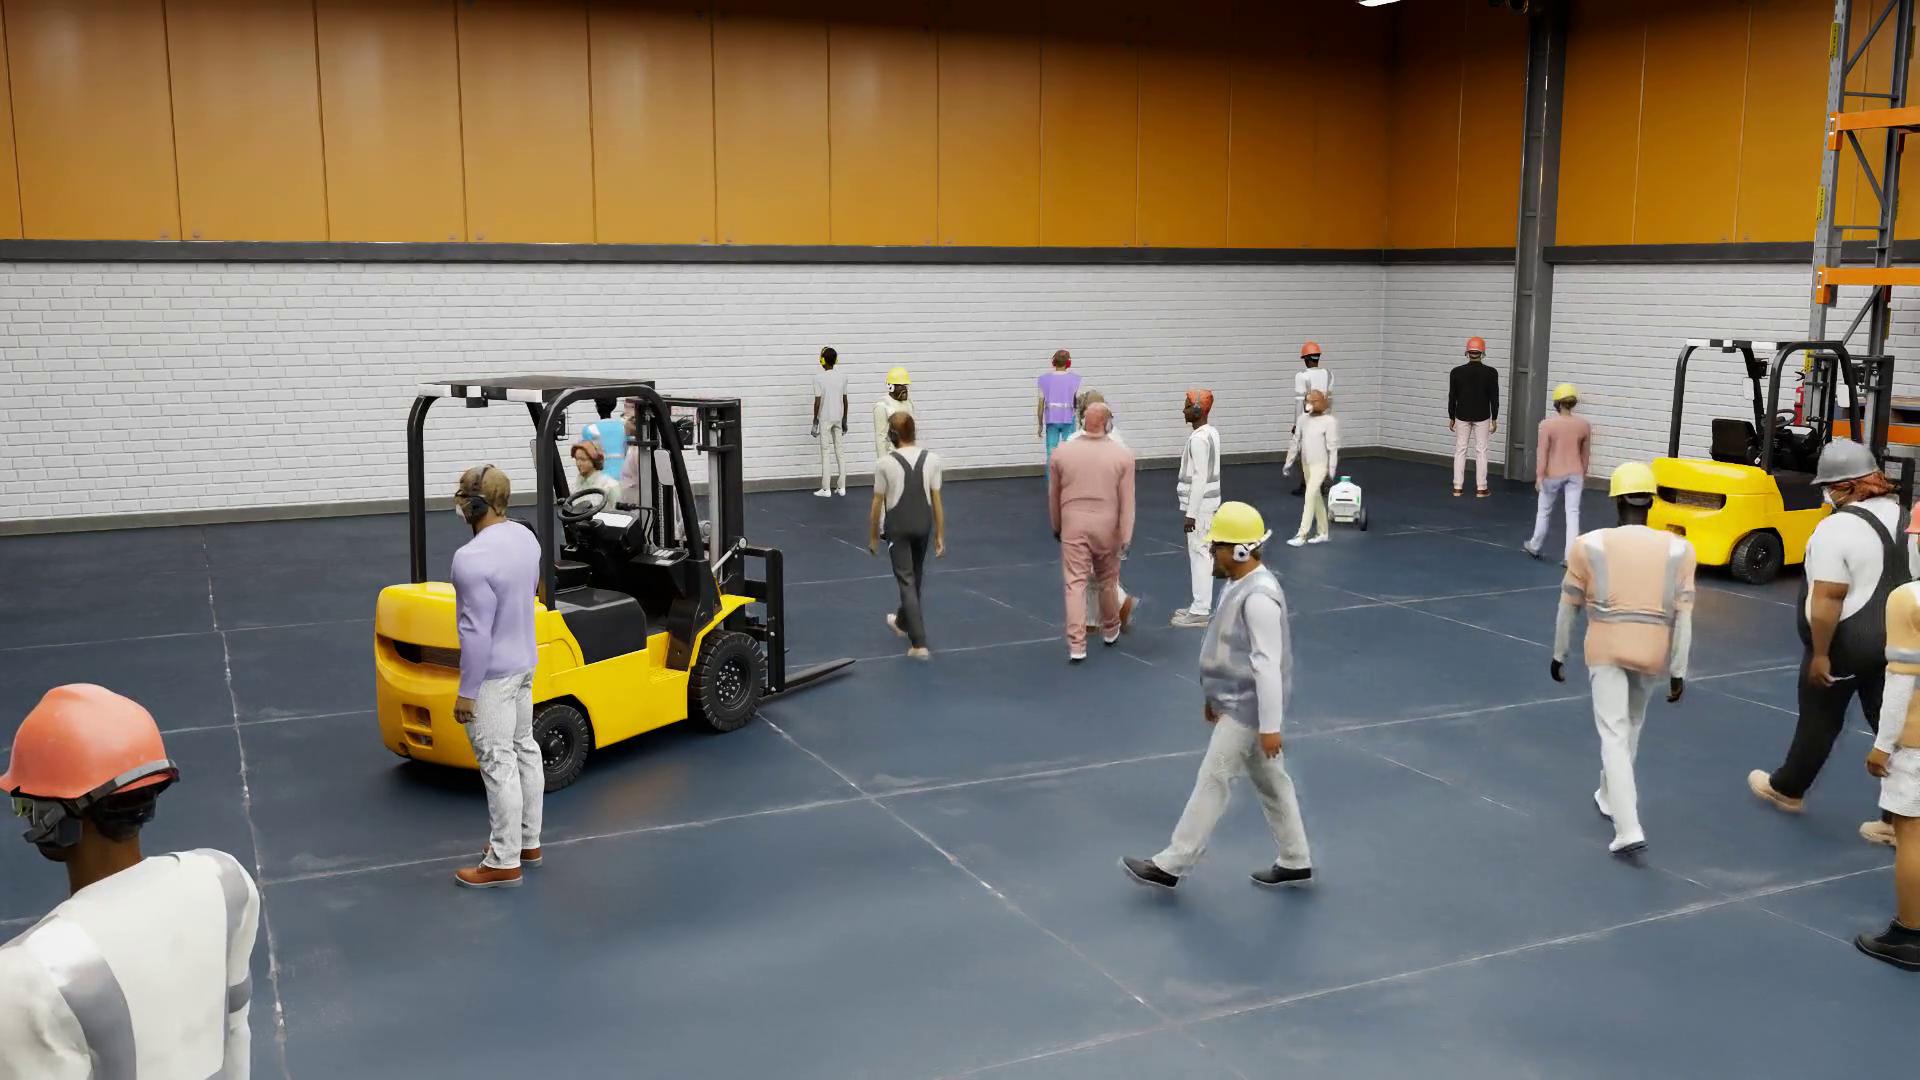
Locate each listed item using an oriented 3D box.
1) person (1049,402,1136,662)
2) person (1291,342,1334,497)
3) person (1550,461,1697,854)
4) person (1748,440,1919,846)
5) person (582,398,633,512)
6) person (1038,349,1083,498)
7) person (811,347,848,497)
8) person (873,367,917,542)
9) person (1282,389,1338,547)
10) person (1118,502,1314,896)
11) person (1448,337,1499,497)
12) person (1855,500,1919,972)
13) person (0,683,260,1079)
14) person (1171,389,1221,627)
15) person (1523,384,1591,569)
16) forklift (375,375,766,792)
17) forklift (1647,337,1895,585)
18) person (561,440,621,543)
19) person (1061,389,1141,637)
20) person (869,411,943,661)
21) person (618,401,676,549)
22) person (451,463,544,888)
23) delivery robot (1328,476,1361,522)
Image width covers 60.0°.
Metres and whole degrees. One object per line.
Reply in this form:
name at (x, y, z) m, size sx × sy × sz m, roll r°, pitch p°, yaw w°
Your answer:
person at (0.966, -0.076, 12.143) m, size 0.645 × 1.852 × 0.986 m, roll 2°, pitch 9°, yaw 11°
person at (4.368, -1.497, 20.710) m, size 0.543 × 1.933 × 0.364 m, roll -4°, pitch 10°, yaw -24°
person at (3.257, 0.555, 8.152) m, size 0.608 × 1.879 × 0.995 m, roll 2°, pitch 9°, yaw 9°
person at (4.438, 0.455, 8.262) m, size 0.704 × 2.000 × 0.999 m, roll -3°, pitch 10°, yaw -17°
person at (-3.311, -0.569, 15.677) m, size 0.529 × 1.697 × 0.321 m, roll -7°, pitch 12°, yaw -38°
person at (1.240, -1.421, 20.504) m, size 0.571 × 1.843 × 0.372 m, roll 2°, pitch 9°, yaw 9°
person at (-1.625, -1.472, 20.738) m, size 0.513 × 1.875 × 0.328 m, roll -6°, pitch 11°, yaw -35°
person at (-0.649, -0.877, 17.209) m, size 0.403 × 1.824 × 0.593 m, roll 6°, pitch 11°, yaw 33°
person at (3.549, -0.729, 16.972) m, size 0.794 × 1.603 × 0.515 m, roll -6°, pitch 11°, yaw -31°
person at (1.193, 0.716, 7.436) m, size 0.915 × 1.779 × 0.631 m, roll 1°, pitch 9°, yaw 4°
person at (6.383, -1.525, 20.682) m, size 0.612 × 1.997 × 0.375 m, roll 4°, pitch 10°, yaw 26°
person at (3.900, 0.761, 6.693) m, size 0.551 × 1.932 × 0.378 m, roll -2°, pitch 9°, yaw -11°
person at (-1.588, 1.275, 3.168) m, size 0.374 × 2.044 × 0.607 m, roll 2°, pitch 9°, yaw 13°
person at (1.877, -0.255, 13.159) m, size 0.355 × 1.883 × 0.574 m, roll 2°, pitch 9°, yaw 15°
person at (5.713, -0.621, 15.883) m, size 0.553 × 1.721 × 0.868 m, roll 0°, pitch 9°, yaw -2°
forklift at (-2.268, 0.149, 9.685) m, size 1.214 × 2.155 × 2.313 m, roll 6°, pitch 11°, yaw 32°
forklift at (7.551, -0.789, 15.507) m, size 2.313 × 2.155 × 1.214 m, roll -4°, pitch 10°, yaw -25°
person at (-2.581, 0.078, 11.899) m, size 0.525 × 1.625 × 0.613 m, roll 5°, pitch 10°, yaw 26°
person at (1.079, -0.173, 12.554) m, size 0.712 × 1.913 × 0.649 m, roll 7°, pitch 12°, yaw 37°
person at (-0.411, -0.053, 12.199) m, size 0.512 × 1.781 × 1.009 m, roll -4°, pitch 10°, yaw -23°
person at (-2.343, -0.184, 12.794) m, size 0.957 × 1.860 × 0.656 m, roll 0°, pitch 9°, yaw 2°
person at (-2.121, 0.614, 7.589) m, size 0.372 × 1.940 × 0.632 m, roll 1°, pitch 9°, yaw 9°
delivery robot at (4.216, -0.454, 18.209) m, size 0.477 × 0.478 × 0.707 m, roll 2°, pitch 10°, yaw 14°
